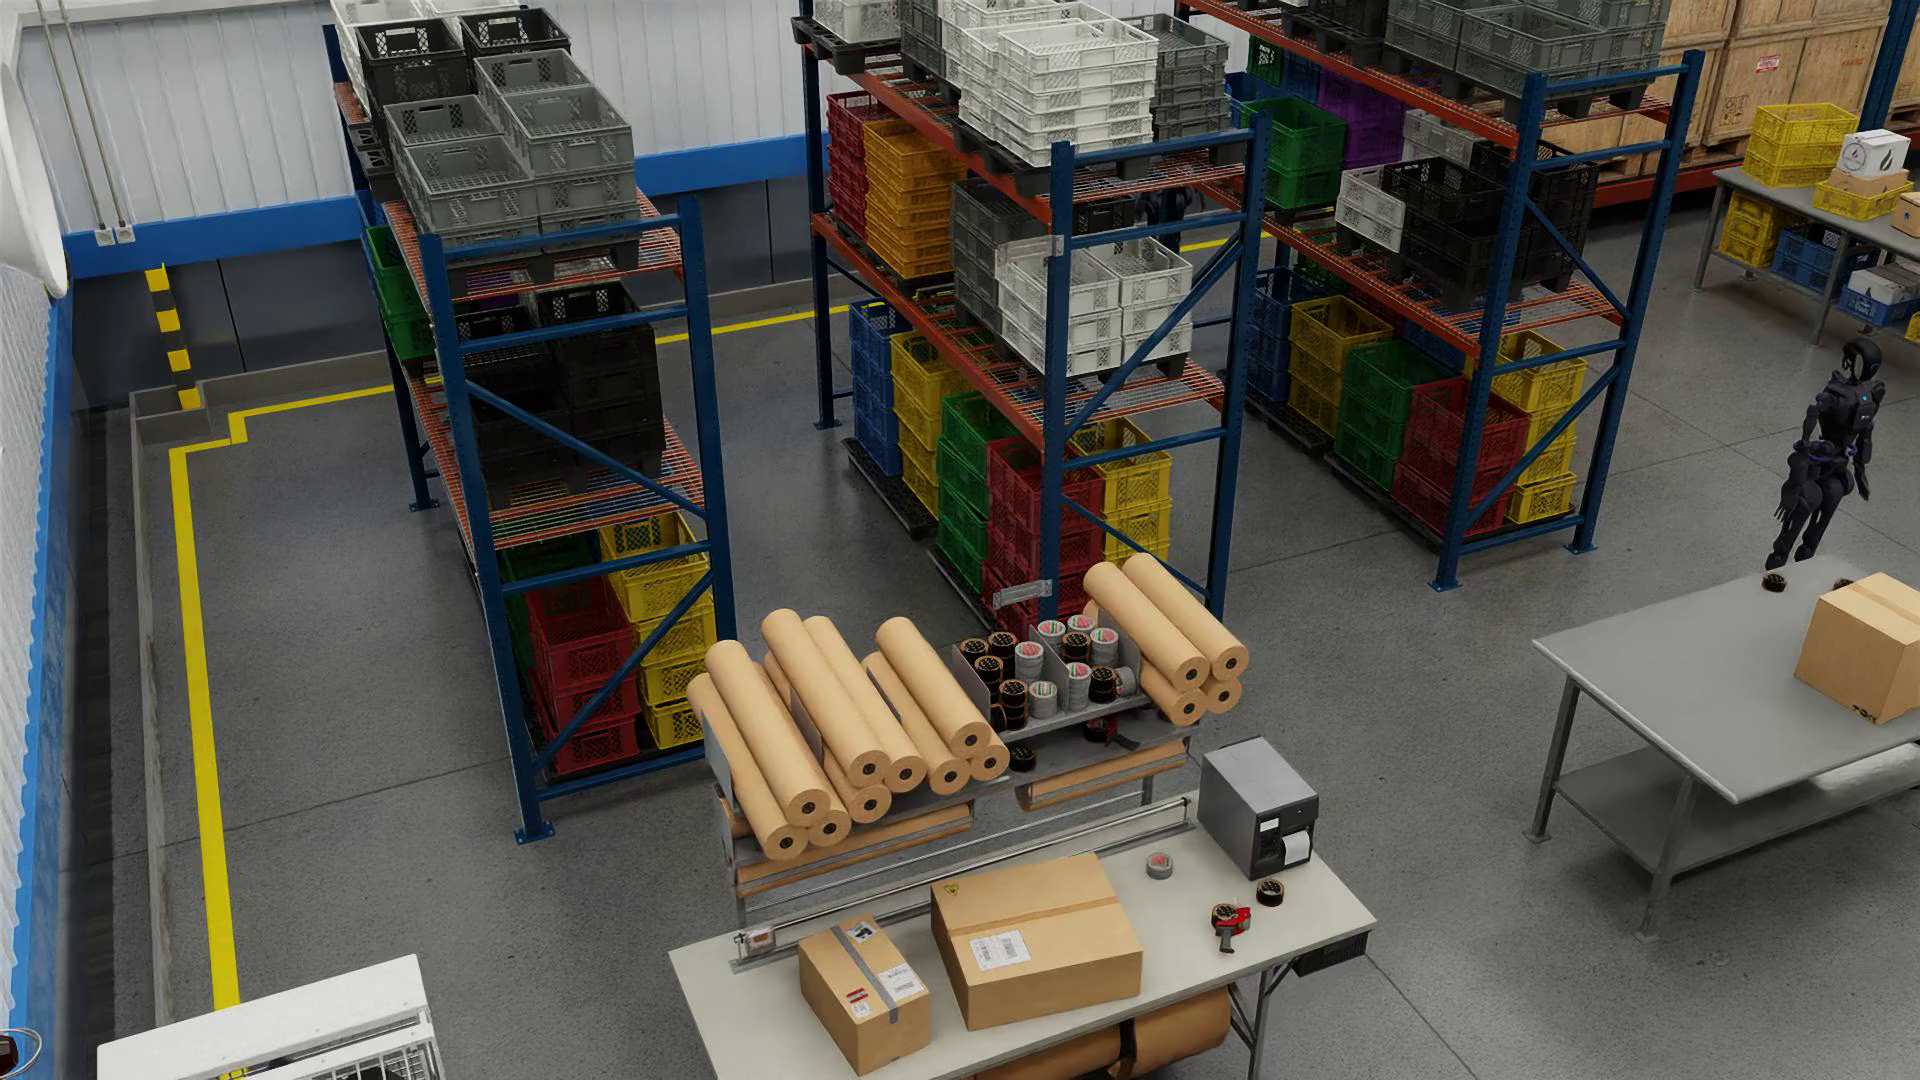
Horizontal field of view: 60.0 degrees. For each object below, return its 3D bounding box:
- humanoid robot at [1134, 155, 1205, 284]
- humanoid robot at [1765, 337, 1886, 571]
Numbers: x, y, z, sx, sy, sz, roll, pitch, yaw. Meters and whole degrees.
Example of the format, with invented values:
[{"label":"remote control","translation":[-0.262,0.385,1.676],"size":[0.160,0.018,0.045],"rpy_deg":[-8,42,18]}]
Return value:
[{"label":"humanoid robot","translation":[1.647,-2.754,13.087],"size":[0.610,1.657,0.310],"rpy_deg":[-13,34,-21]},{"label":"humanoid robot","translation":[4.772,-0.348,9.179],"size":[0.610,1.657,0.310],"rpy_deg":[-13,34,-21]}]
